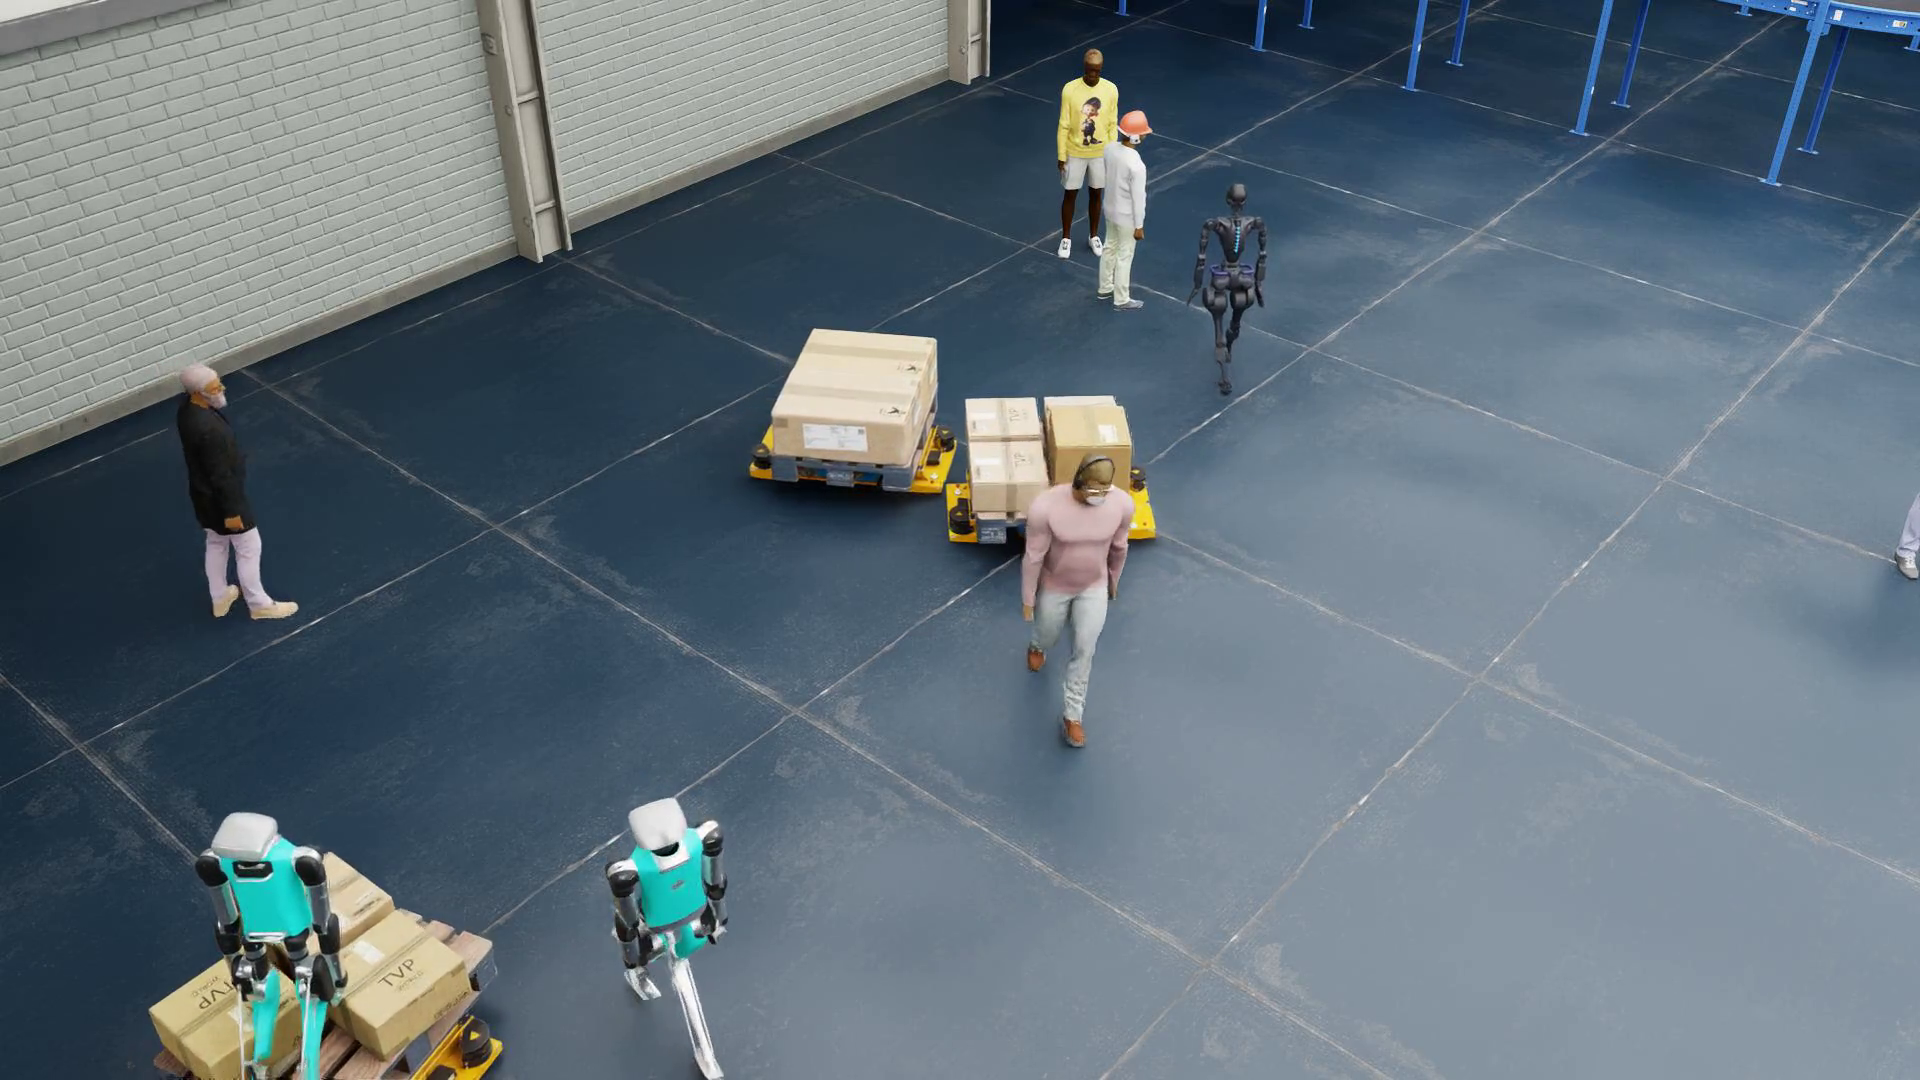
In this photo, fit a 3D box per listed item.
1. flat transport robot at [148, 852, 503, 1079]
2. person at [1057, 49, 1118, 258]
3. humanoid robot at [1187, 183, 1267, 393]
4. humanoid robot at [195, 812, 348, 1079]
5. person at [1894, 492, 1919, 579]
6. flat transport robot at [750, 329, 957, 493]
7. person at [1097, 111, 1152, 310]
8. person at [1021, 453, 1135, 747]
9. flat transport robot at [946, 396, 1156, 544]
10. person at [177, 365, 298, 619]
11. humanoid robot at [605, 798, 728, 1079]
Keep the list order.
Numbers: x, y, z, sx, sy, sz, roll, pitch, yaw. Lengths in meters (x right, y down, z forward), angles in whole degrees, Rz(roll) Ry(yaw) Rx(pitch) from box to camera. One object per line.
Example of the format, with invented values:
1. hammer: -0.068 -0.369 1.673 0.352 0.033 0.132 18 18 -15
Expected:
1. flat transport robot: -2.996 2.417 7.994 1.431 0.231 0.659 14 38 19
2. person: 1.129 -3.441 14.814 0.541 1.901 0.376 -3 36 -5
3. humanoid robot: 2.085 -2.015 13.034 0.614 1.635 0.731 -4 36 -6
4. humanoid robot: -2.981 2.031 7.260 0.530 1.768 0.733 0 35 0
5. person: 6.589 -0.590 10.856 0.565 1.847 0.390 -5 36 -7
6. flat transport robot: -0.779 -0.648 12.298 1.431 0.231 0.659 5 36 8
7. person: 1.400 -2.770 14.007 0.342 1.746 0.566 -16 38 -21
8. person: 0.650 0.231 9.670 0.670 1.901 0.857 -5 36 -7
9. flat transport robot: 0.627 -0.250 11.738 1.431 0.231 0.659 -1 35 -2
10. person: -4.672 -0.279 10.441 0.486 1.834 0.599 -23 41 -28
11. humanoid robot: -1.450 1.700 7.769 0.562 1.769 0.963 -21 41 -27
